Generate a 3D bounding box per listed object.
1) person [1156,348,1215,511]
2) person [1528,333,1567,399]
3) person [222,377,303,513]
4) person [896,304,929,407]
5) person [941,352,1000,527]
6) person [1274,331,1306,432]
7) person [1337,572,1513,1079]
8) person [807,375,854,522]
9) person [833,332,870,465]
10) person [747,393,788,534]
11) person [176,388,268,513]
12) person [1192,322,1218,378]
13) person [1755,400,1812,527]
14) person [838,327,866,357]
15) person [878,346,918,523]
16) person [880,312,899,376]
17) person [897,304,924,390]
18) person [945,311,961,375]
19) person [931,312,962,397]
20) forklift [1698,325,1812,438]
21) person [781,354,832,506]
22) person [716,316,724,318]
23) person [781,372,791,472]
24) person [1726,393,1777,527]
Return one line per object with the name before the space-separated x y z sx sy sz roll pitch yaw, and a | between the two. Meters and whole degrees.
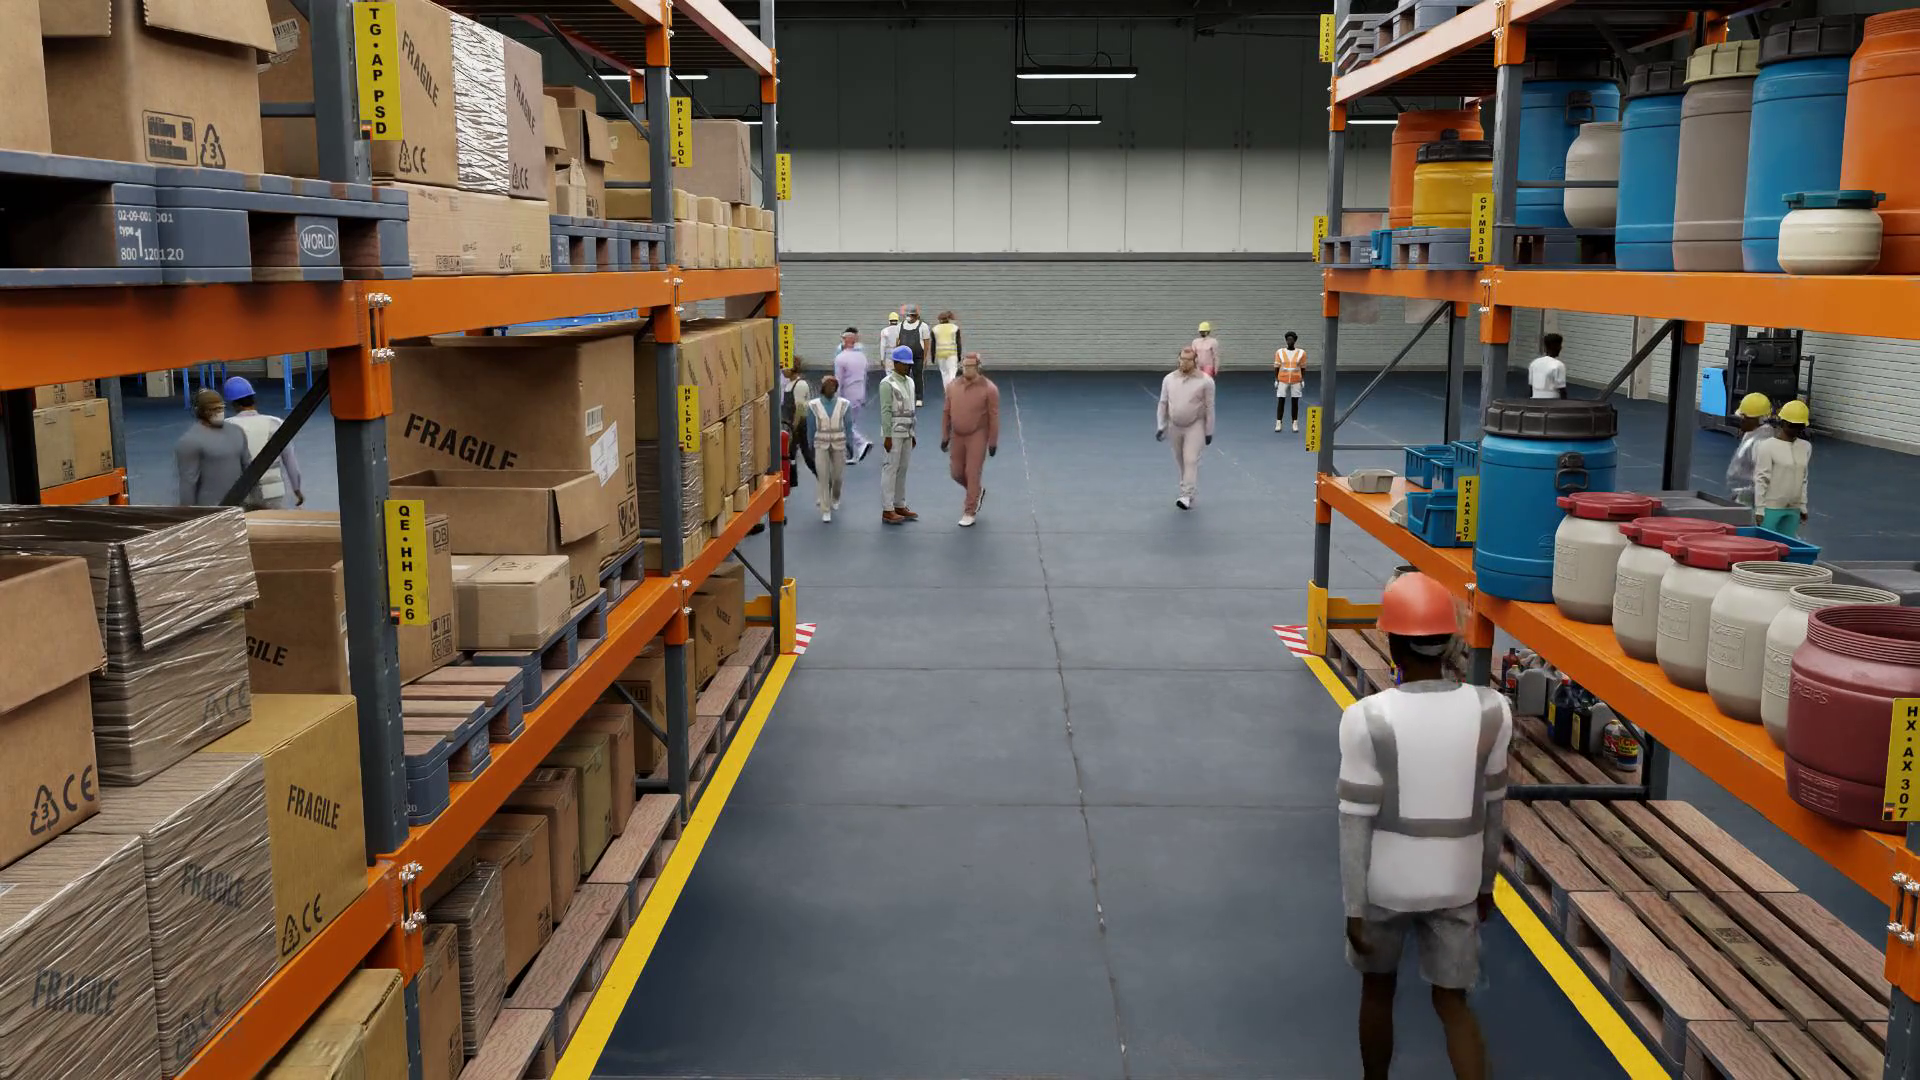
person | 2.606 -1.294 19.327 0.637 1.860 1.004 5 11 28
person | 7.926 -1.826 22.379 0.981 1.915 0.617 -3 10 -17
person | -5.799 -0.393 13.744 0.690 1.911 0.576 -5 11 -26
person | -0.976 -3.659 33.088 0.673 2.000 0.536 2 10 14
person | 0.129 -1.130 18.266 0.653 1.889 0.710 5 11 29
person | 5.575 -2.677 28.104 0.536 1.696 0.321 2 10 10
person | 1.426 1.058 5.100 0.550 1.912 0.791 0 9 -1
person | -1.449 -1.041 18.546 0.519 1.614 0.666 -1 10 -8
person | -1.500 -1.990 23.481 0.615 1.883 0.648 7 12 36
person | -2.107 -1.055 17.748 0.536 1.904 0.806 3 10 17
person | -5.811 -0.259 13.065 1.001 1.887 0.637 2 10 14
person | 4.607 -3.261 31.535 0.525 1.717 0.920 7 12 35
person | 6.622 -0.248 13.384 0.526 1.757 0.342 -3 10 -19
person | -2.010 -3.091 30.654 0.560 1.667 0.615 2 10 9
person | -0.665 -1.174 18.373 0.404 1.939 0.615 5 11 27
person | -1.356 -3.784 34.345 0.600 1.827 0.403 -2 10 -13
person | -1.060 -4.119 35.992 0.635 1.959 0.889 3 10 17
person | -0.238 -5.017 42.329 0.384 1.629 0.516 2 10 14
person | -0.296 -3.920 35.299 0.656 1.802 0.744 0 9 2
forklift | 13.248 -3.165 27.620 1.129 2.768 1.873 0 9 1
person | -1.876 -1.277 19.436 0.974 1.801 0.512 -6 11 -30
person | -3.558 -2.313 24.879 0.363 2.048 0.612 0 9 -3
person | -2.532 -1.903 22.838 0.595 1.905 0.690 -7 11 -34
person | 6.807 -0.374 14.113 0.898 1.776 0.585 5 11 29
